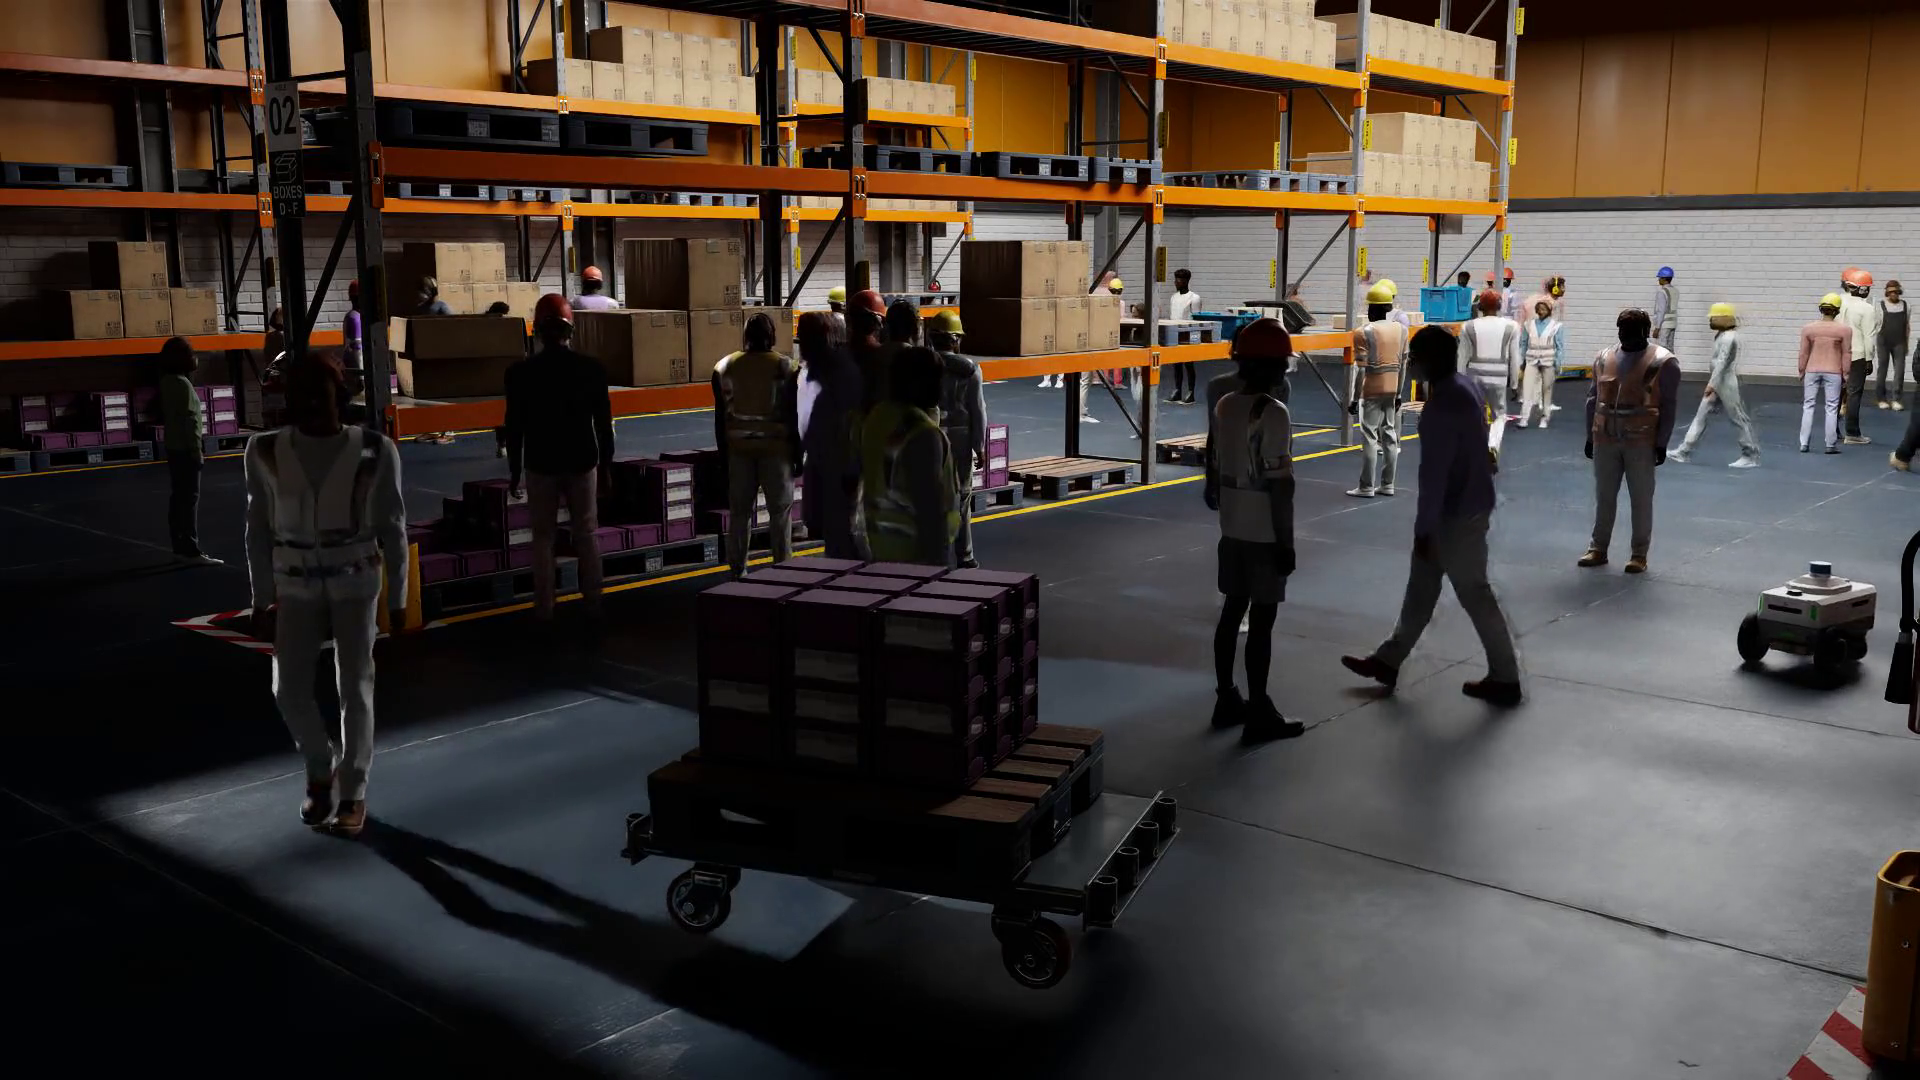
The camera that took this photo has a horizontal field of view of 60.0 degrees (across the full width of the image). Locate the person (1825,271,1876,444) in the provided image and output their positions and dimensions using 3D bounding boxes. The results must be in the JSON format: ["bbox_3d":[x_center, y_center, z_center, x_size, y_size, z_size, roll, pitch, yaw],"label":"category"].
[{"bbox_3d":[10.337,-2.111,19.259,0.382,1.995,0.612,-3,10,-16],"label":"person"}]

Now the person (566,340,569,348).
[{"bbox_3d":[-4.211,-1.623,17.342,0.454,1.679,0.556,0,10,1],"label":"person"}]

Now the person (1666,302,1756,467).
[{"bbox_3d":[7.823,-1.594,17.179,0.916,1.693,0.506,2,10,10],"label":"person"}]

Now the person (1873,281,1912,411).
[{"bbox_3d":[12.965,-2.699,23.157,0.547,1.798,0.821,2,10,13],"label":"person"}]

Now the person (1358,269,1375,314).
[{"bbox_3d":[7.174,-3.879,29.596,0.670,1.892,0.450,-5,11,-28],"label":"person"}]

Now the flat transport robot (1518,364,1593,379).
[{"bbox_3d":[10.265,-2.900,28.656,1.431,0.197,0.652,-7,12,-33],"label":"flat transport robot"}]

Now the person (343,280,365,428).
[{"bbox_3d":[-6.342,-1.797,17.681,0.388,1.929,0.543,-3,10,-17],"label":"person"}]

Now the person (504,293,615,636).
[{"bbox_3d":[-2.334,-0.436,9.724,0.622,1.991,0.395,-4,11,-19],"label":"person"}]

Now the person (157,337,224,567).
[{"bbox_3d":[-5.496,-0.624,11.818,0.279,1.633,0.500,-9,13,-41],"label":"person"}]

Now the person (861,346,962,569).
[{"bbox_3d":[-0.199,0.044,7.457,0.445,1.827,0.655,-4,11,-24],"label":"person"}]

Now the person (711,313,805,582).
[{"bbox_3d":[-1.313,-0.577,11.004,0.621,1.835,0.430,2,10,9],"label":"person"}]

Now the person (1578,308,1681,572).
[{"bbox_3d":[4.671,-0.701,11.665,0.625,1.844,0.429,10,14,43],"label":"person"}]

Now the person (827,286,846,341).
[{"bbox_3d":[-1.327,-1.918,18.607,0.404,1.837,0.590,-8,13,-38],"label":"person"}]

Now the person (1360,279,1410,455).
[{"bbox_3d":[4.645,-1.888,18.189,0.379,1.923,0.609,-5,11,-25],"label":"person"}]

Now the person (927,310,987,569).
[{"bbox_3d":[-0.106,-0.674,11.555,0.601,1.824,0.403,2,10,13],"label":"person"}]

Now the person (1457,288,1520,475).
[{"bbox_3d":[5.170,-1.531,16.314,0.591,1.870,0.625,3,10,17],"label":"person"}]

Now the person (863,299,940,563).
[{"bbox_3d":[-0.354,-0.544,10.493,0.372,1.940,0.630,-9,14,-43],"label":"person"}]

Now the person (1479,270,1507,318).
[{"bbox_3d":[8.147,-3.160,25.419,0.565,1.919,0.578,4,11,20],"label":"person"}]

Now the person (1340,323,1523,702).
[{"bbox_3d":[2.386,-0.126,8.271,0.960,1.881,0.649,4,11,22],"label":"person"}]

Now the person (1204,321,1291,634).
[{"bbox_3d":[1.709,-0.392,9.945,0.515,1.839,0.654,0,10,2],"label":"person"}]

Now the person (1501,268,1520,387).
[{"bbox_3d":[8.838,-3.458,27.087,0.552,1.935,0.368,7,12,35],"label":"person"}]

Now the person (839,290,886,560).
[{"bbox_3d":[-0.601,-0.616,10.767,0.608,1.987,0.388,4,11,22],"label":"person"}]

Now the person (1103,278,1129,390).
[{"bbox_3d":[2.483,-3.283,26.572,0.306,1.772,0.525,-7,12,-36],"label":"person"}]

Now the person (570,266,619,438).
[{"bbox_3d":[-4.328,-2.208,19.672,0.615,2.041,0.389,-4,11,-22],"label":"person"}]

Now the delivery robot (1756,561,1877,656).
[{"bbox_3d":[4.652,0.360,9.019,0.707,0.478,0.477,-7,12,-36],"label":"delivery robot"}]

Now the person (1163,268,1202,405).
[{"bbox_3d":[3.220,-2.936,24.035,0.361,1.963,0.614,-7,12,-33],"label":"person"}]

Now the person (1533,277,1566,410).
[{"bbox_3d":[8.272,-2.727,23.158,0.395,1.855,0.519,2,10,12],"label":"person"}]

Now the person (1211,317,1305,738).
[{"bbox_3d":[1.382,-0.055,7.713,0.354,1.939,0.544,-5,11,-25],"label":"person"}]

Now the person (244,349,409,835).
[{"bbox_3d":[-2.415,0.213,6.366,0.602,1.872,0.413,-2,10,-11],"label":"person"}]

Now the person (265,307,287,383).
[{"bbox_3d":[-7.277,-1.689,17.921,0.499,1.629,0.283,6,12,32],"label":"person"}]

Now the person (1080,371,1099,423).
[{"bbox_3d":[1.659,-2.328,21.522,0.265,1.631,0.507,-1,10,-5],"label":"person"}]

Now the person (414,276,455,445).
[{"bbox_3d":[-6.069,-2.069,19.181,0.631,1.939,0.372,7,12,34],"label":"person"}]

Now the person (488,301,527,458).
[{"bbox_3d":[-4.912,-1.742,18.048,0.543,1.676,0.652,3,10,16],"label":"person"}]

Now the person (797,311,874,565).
[{"bbox_3d":[-0.775,-0.511,10.503,0.556,1.879,0.655,-7,12,-34],"label":"person"}]

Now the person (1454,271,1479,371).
[{"bbox_3d":[8.323,-3.518,27.599,0.741,1.877,0.601,-9,13,-42],"label":"person"}]

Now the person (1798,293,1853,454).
[{"bbox_3d":[9.512,-1.828,18.299,0.533,1.767,0.326,8,13,39],"label":"person"}]

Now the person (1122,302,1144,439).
[{"bbox_3d":[2.115,-1.976,19.535,0.382,1.625,0.539,-7,12,-33],"label":"person"}]

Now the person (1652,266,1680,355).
[{"bbox_3d":[11.651,-3.539,27.519,0.602,1.949,0.395,-9,14,-43],"label":"person"}]

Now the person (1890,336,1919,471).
[{"bbox_3d":[9.785,-1.669,16.613,0.746,2.000,0.853,-4,11,-23],"label":"person"}]

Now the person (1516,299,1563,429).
[{"bbox_3d":[7.183,-2.165,20.635,0.536,1.606,0.776,7,12,34],"label":"person"}]

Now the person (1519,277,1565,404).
[{"bbox_3d":[8.430,-2.893,24.184,0.845,1.848,0.662,-6,12,-33],"label":"person"}]

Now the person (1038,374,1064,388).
[{"bbox_3d":[1.509,-3.392,26.909,0.512,1.872,0.328,6,11,30],"label":"person"}]

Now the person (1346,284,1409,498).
[{"bbox_3d":[3.769,-1.340,15.050,0.587,1.930,0.362,-5,11,-27],"label":"person"}]

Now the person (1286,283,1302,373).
[{"bbox_3d":[5.942,-3.829,30.121,0.552,1.621,0.525,-4,11,-22],"label":"person"}]

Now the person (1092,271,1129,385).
[{"bbox_3d":[2.472,-3.510,27.582,0.664,1.860,0.952,5,11,28],"label":"person"}]

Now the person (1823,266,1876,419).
[{"bbox_3d":[11.706,-2.594,21.955,0.622,2.018,0.881,2,10,14],"label":"person"}]
